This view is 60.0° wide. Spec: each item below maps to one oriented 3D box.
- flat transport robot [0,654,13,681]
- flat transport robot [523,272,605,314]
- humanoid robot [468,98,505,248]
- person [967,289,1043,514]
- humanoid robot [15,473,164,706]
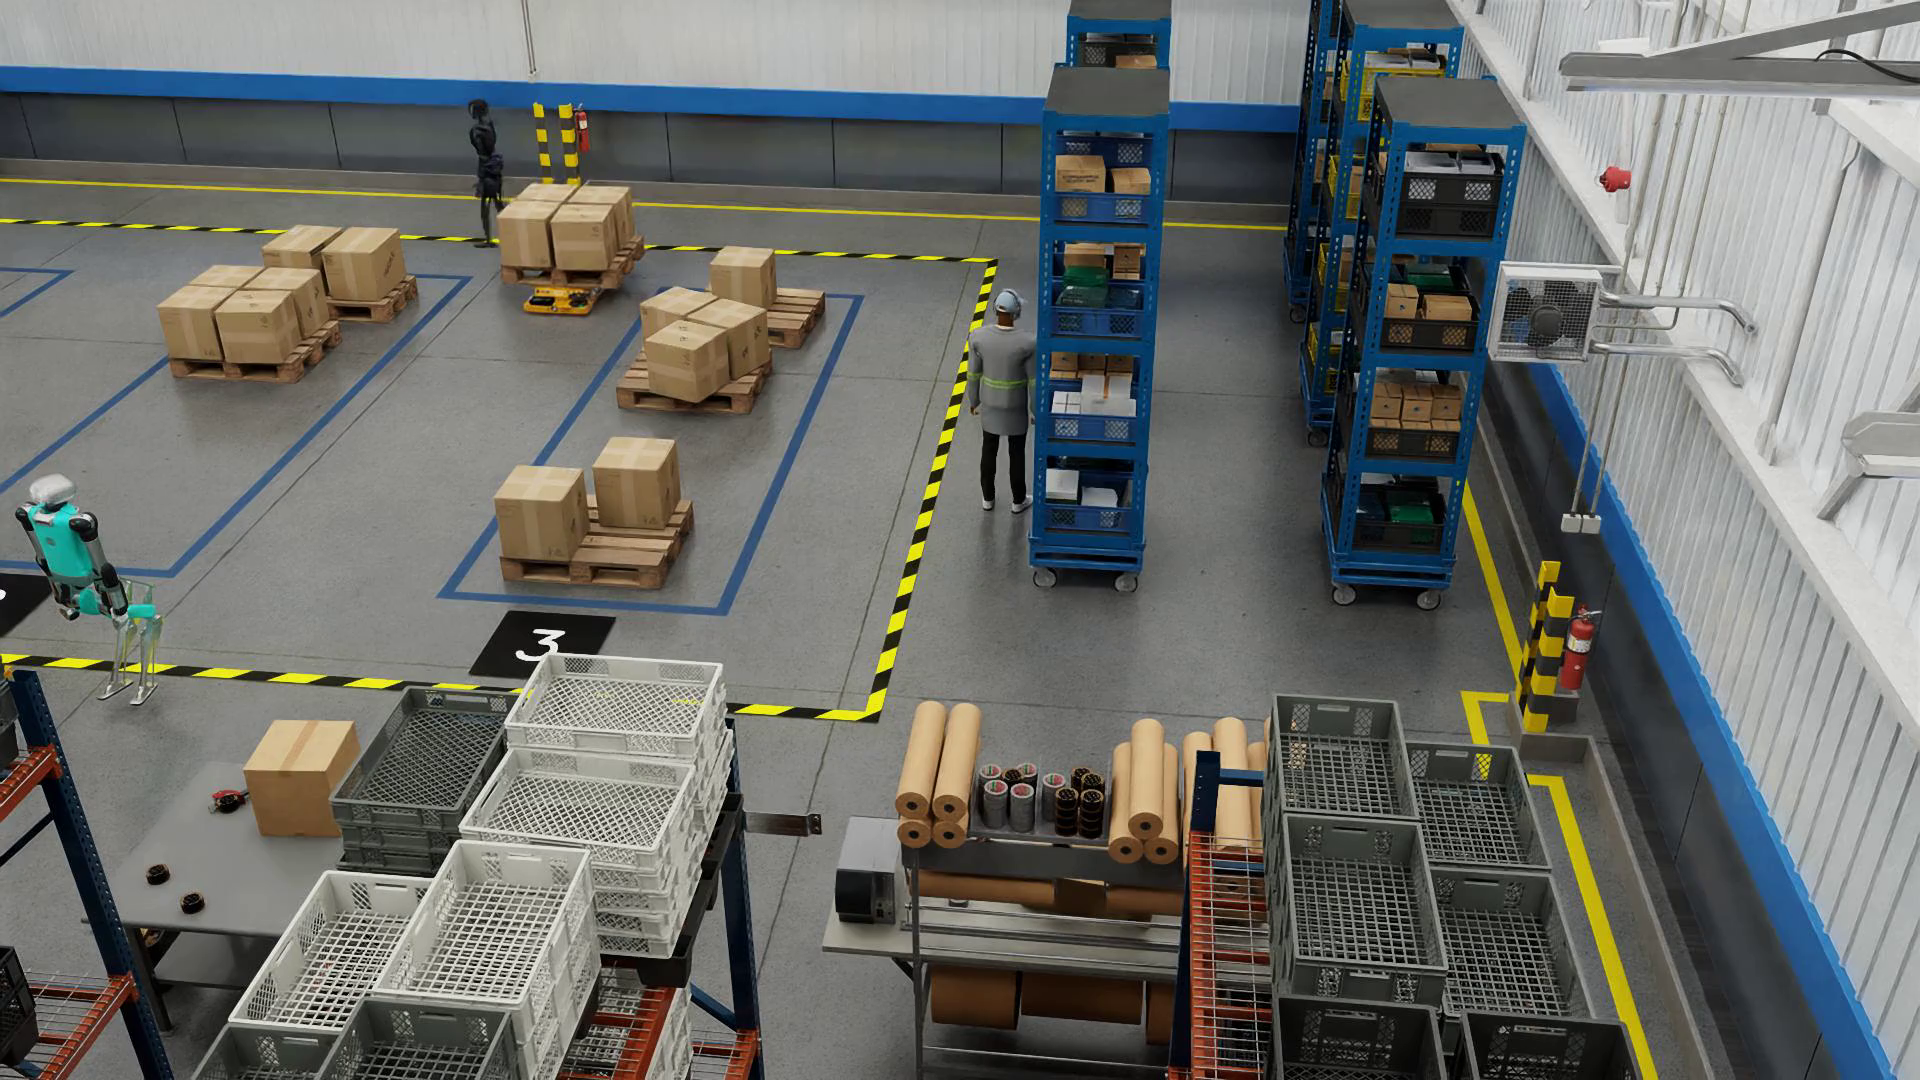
[{"bbox_3d":[-7.142,0.969,11.010,1.431,0.231,0.659,3,30,6],"label":"flat transport robot"},{"bbox_3d":[-3.998,-2.717,17.312,0.652,0.197,1.431,3,30,6],"label":"flat transport robot"},{"bbox_3d":[-5.075,-3.997,18.157,0.637,1.641,0.592,-2,30,-4],"label":"humanoid robot"},{"bbox_3d":[0.358,-1.086,12.965,0.594,1.851,0.398,8,31,14],"label":"person"},{"bbox_3d":[-5.441,0.261,10.636,0.533,1.673,0.735,8,31,14],"label":"humanoid robot"}]
